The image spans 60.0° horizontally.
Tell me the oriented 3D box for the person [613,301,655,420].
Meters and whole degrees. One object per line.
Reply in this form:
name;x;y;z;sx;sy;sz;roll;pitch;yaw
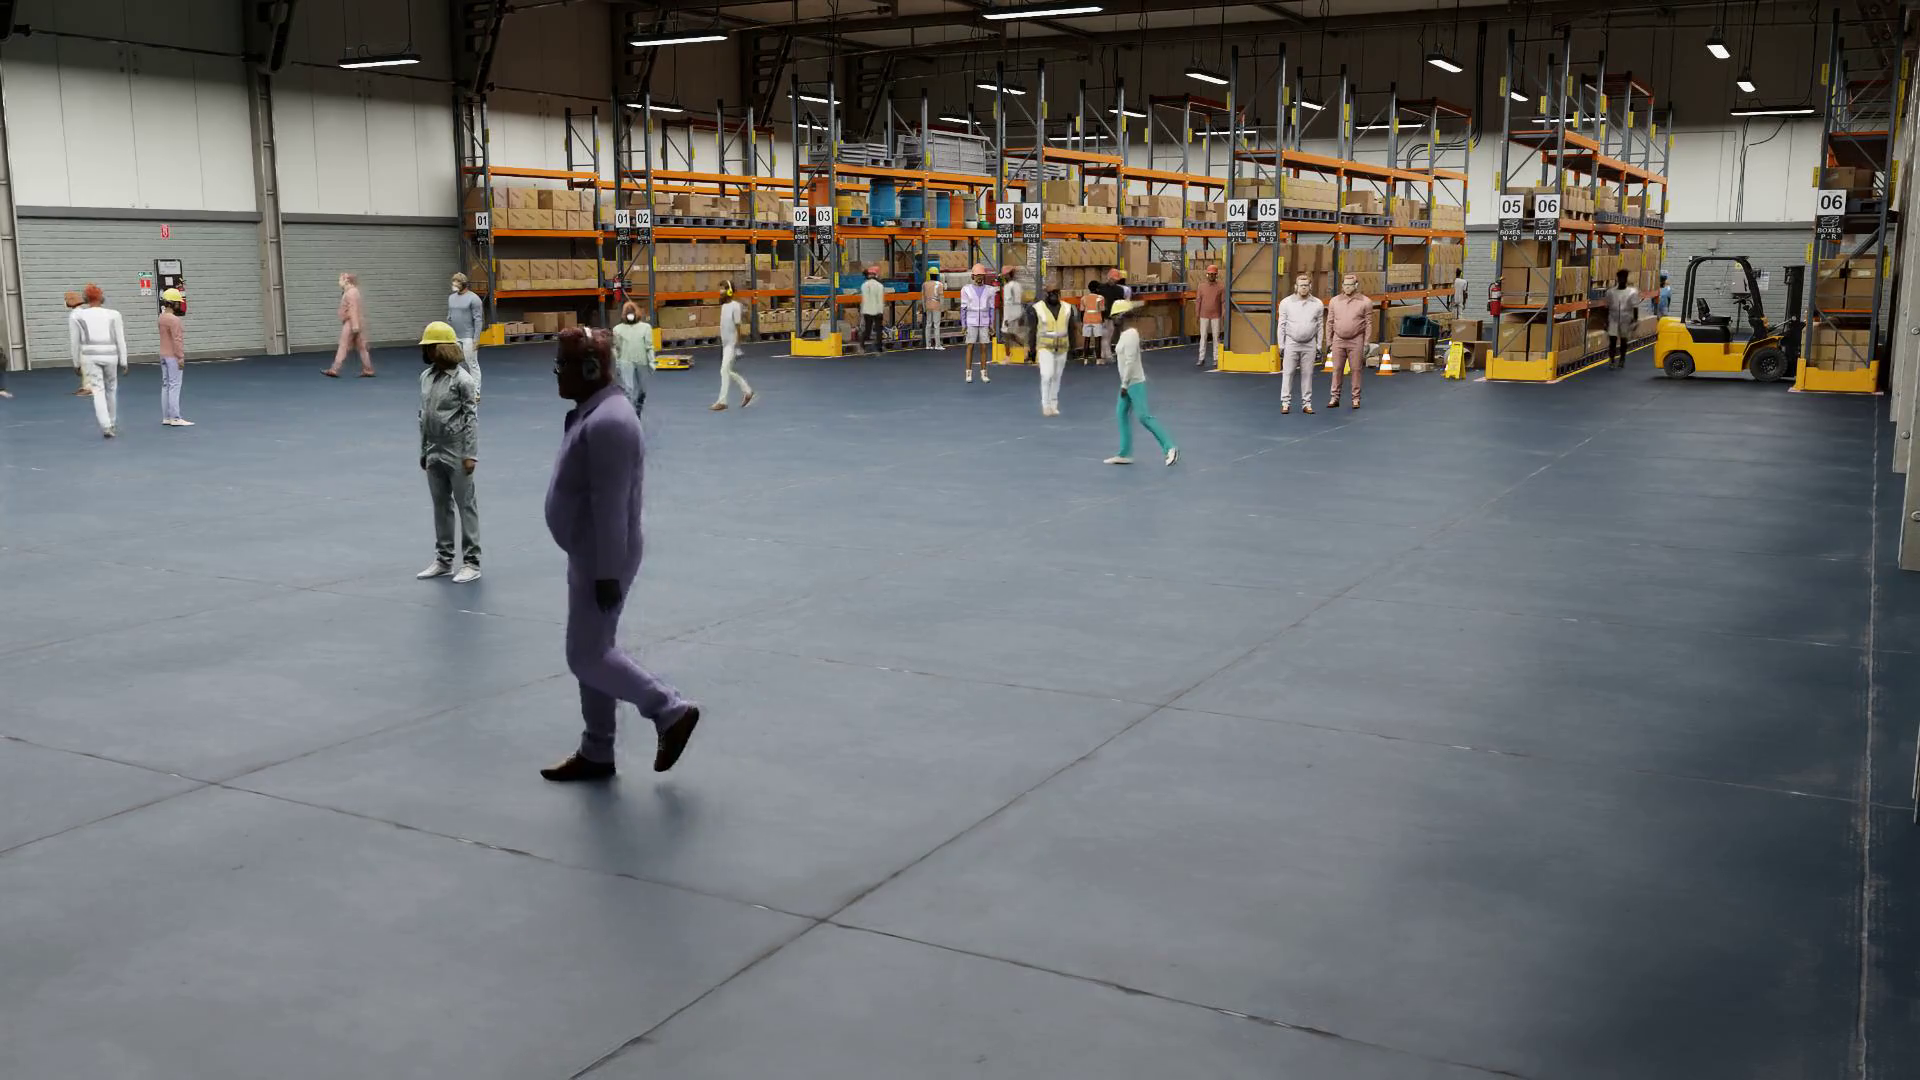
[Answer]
person;-4.157;-2.233;21.173;0.502;1.611;0.701;-3;10;-18

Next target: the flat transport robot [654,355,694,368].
flat transport robot;-5.560;-3.472;32.341;0.652;0.197;1.431;-1;10;-4

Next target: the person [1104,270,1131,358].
person;3.374;-4.841;35.645;0.597;1.890;0.938;5;11;29

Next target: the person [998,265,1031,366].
person;1.078;-4.461;33.102;0.657;1.995;0.631;6;11;32

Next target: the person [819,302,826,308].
person;-3.851;-6.996;48.095;0.543;1.940;0.361;6;11;30

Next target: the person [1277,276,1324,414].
person;4.706;-2.689;22.978;0.639;1.908;0.409;0;10;-1

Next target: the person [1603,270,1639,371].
person;12.614;-4.190;31.752;0.621;1.916;0.998;5;11;26

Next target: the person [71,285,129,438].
person;-10.410;-2.164;20.138;0.586;1.836;1.017;-6;11;-31

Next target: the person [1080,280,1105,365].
person;2.656;-4.329;33.203;0.530;1.692;0.321;5;11;25

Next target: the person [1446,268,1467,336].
person;13.275;-6.335;44.468;0.515;1.860;0.326;2;10;11

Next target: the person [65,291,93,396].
person;-13.806;-3.078;26.050;0.266;1.631;0.507;-5;11;-28

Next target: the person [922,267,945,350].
person;-0.612;-5.365;38.571;0.587;1.930;0.355;6;11;31

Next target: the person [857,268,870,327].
person;-2.277;-5.690;40.652;0.530;1.871;0.322;4;11;23

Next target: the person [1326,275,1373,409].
person;5.557;-2.835;23.827;0.654;1.906;0.407;4;11;23

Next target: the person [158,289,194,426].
person;-10.088;-2.338;21.362;0.524;1.761;0.333;9;13;42

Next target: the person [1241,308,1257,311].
person;7.003;-5.634;40.237;0.547;1.894;0.927;5;11;27

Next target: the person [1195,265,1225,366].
person;4.988;-4.464;33.103;0.612;1.997;0.375;3;10;16

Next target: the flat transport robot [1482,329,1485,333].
flat transport robot;14.114;-5.813;46.048;0.652;0.197;1.431;4;11;24

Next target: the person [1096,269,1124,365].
person;2.974;-4.478;33.409;0.662;1.919;1.029;-3;10;-19

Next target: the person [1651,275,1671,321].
person;18.663;-6.226;44.336;0.545;1.674;0.435;1;10;4

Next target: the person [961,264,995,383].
person;0.315;-3.729;28.667;0.607;2.044;0.371;-2;10;-10

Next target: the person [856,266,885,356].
person;-1.939;-4.946;36.008;0.630;1.970;0.739;6;11;31

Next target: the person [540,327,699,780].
person;-1.445;0.073;6.837;0.545;1.893;0.667;-3;10;-19

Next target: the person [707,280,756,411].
person;-3.252;-2.767;23.614;0.791;1.849;0.545;-6;11;-31

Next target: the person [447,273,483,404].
person;-7.277;-2.948;24.416;0.627;1.933;0.371;5;11;28

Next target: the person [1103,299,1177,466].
person;1.891;-1.632;17.292;0.704;1.731;0.539;-1;10;-5

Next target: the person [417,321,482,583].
person;-3.434;-0.584;11.127;0.485;1.744;0.309;6;11;30

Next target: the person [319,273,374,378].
person;-10.987;-3.814;29.688;0.958;1.863;0.671;-3;10;-14

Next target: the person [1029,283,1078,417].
person;1.293;-2.577;22.609;0.628;1.816;0.705;-3;10;-17

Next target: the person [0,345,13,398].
person;-14.638;-3.010;25.105;0.572;1.816;0.545;-1;10;-4
